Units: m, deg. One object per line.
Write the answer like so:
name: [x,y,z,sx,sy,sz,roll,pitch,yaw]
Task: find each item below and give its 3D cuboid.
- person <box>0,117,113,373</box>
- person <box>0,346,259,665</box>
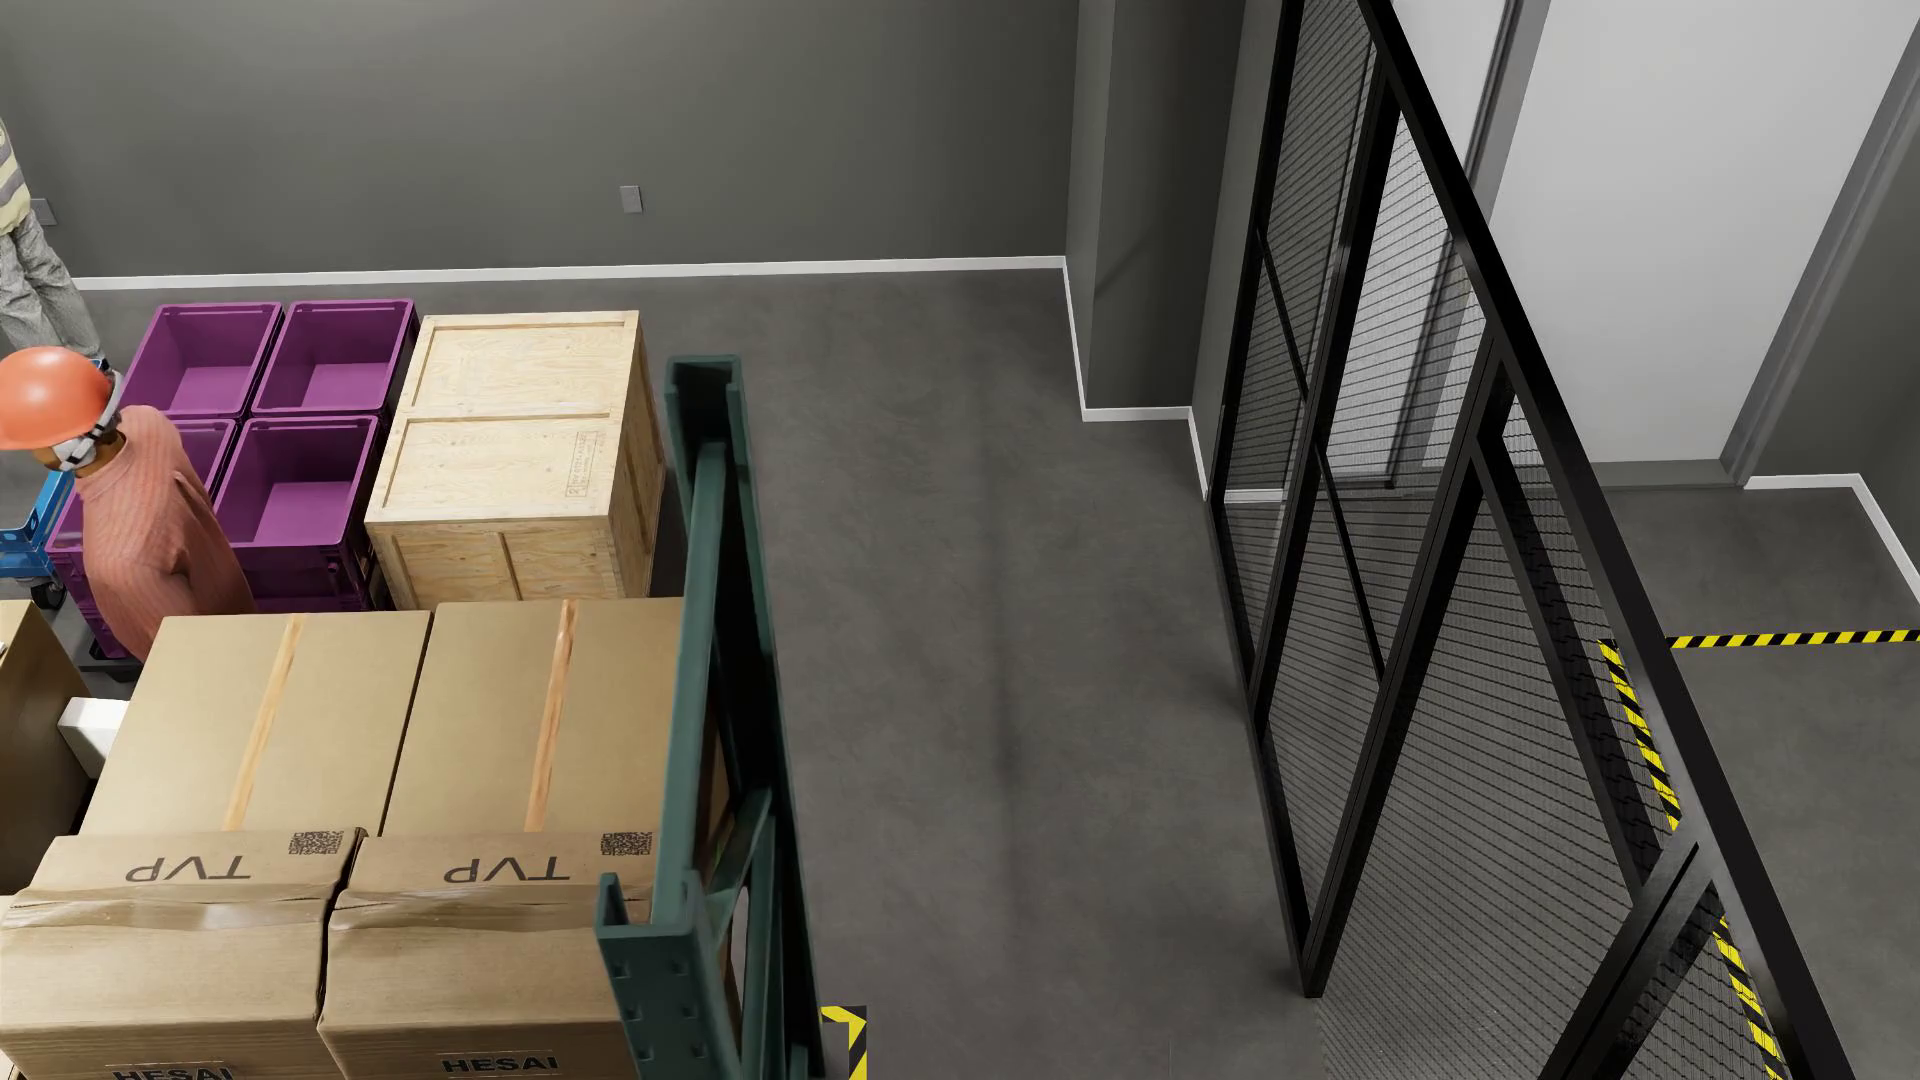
person: [-3.543,-1.182,5.956,0.404,1.834,0.591,2,46,2]
person: [-2.068,0.264,4.467,0.399,1.990,0.622,-12,48,-11]
